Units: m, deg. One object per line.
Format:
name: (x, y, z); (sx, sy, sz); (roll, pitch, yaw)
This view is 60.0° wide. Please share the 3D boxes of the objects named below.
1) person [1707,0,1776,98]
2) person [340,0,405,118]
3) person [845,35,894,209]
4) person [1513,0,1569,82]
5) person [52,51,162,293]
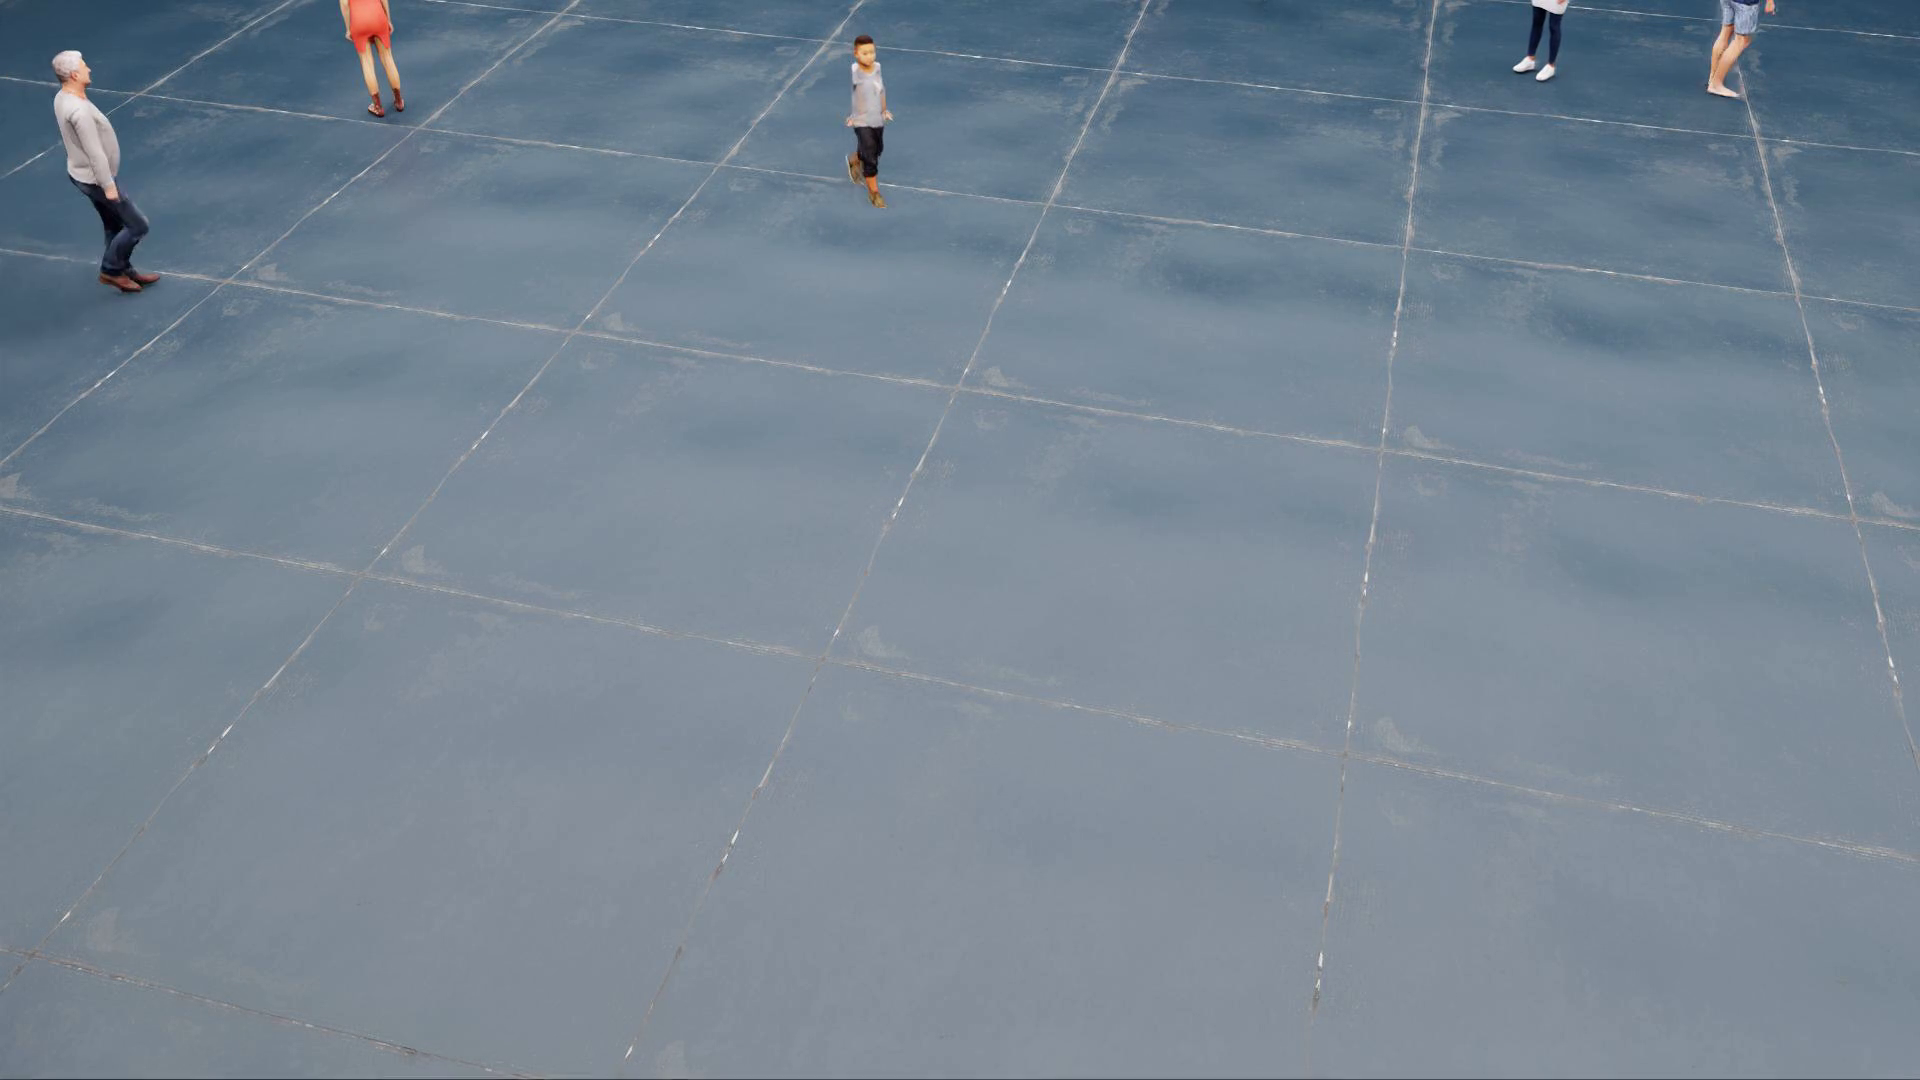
person: (7.359, -5.141, 15.645); (0.874, 1.827, 0.724); (-16, 41, -20)
person: (-5.416, -4.730, 15.206); (0.662, 1.721, 0.732); (-22, 43, -25)
person: (-0.804, -3.606, 14.001); (0.977, 1.434, 1.030); (-20, 42, -24)
person: (5.677, -5.310, 15.905); (0.751, 1.773, 0.707); (-24, 44, -27)
person: (-6.525, -2.682, 12.448); (0.932, 1.893, 0.894); (-25, 44, -28)
